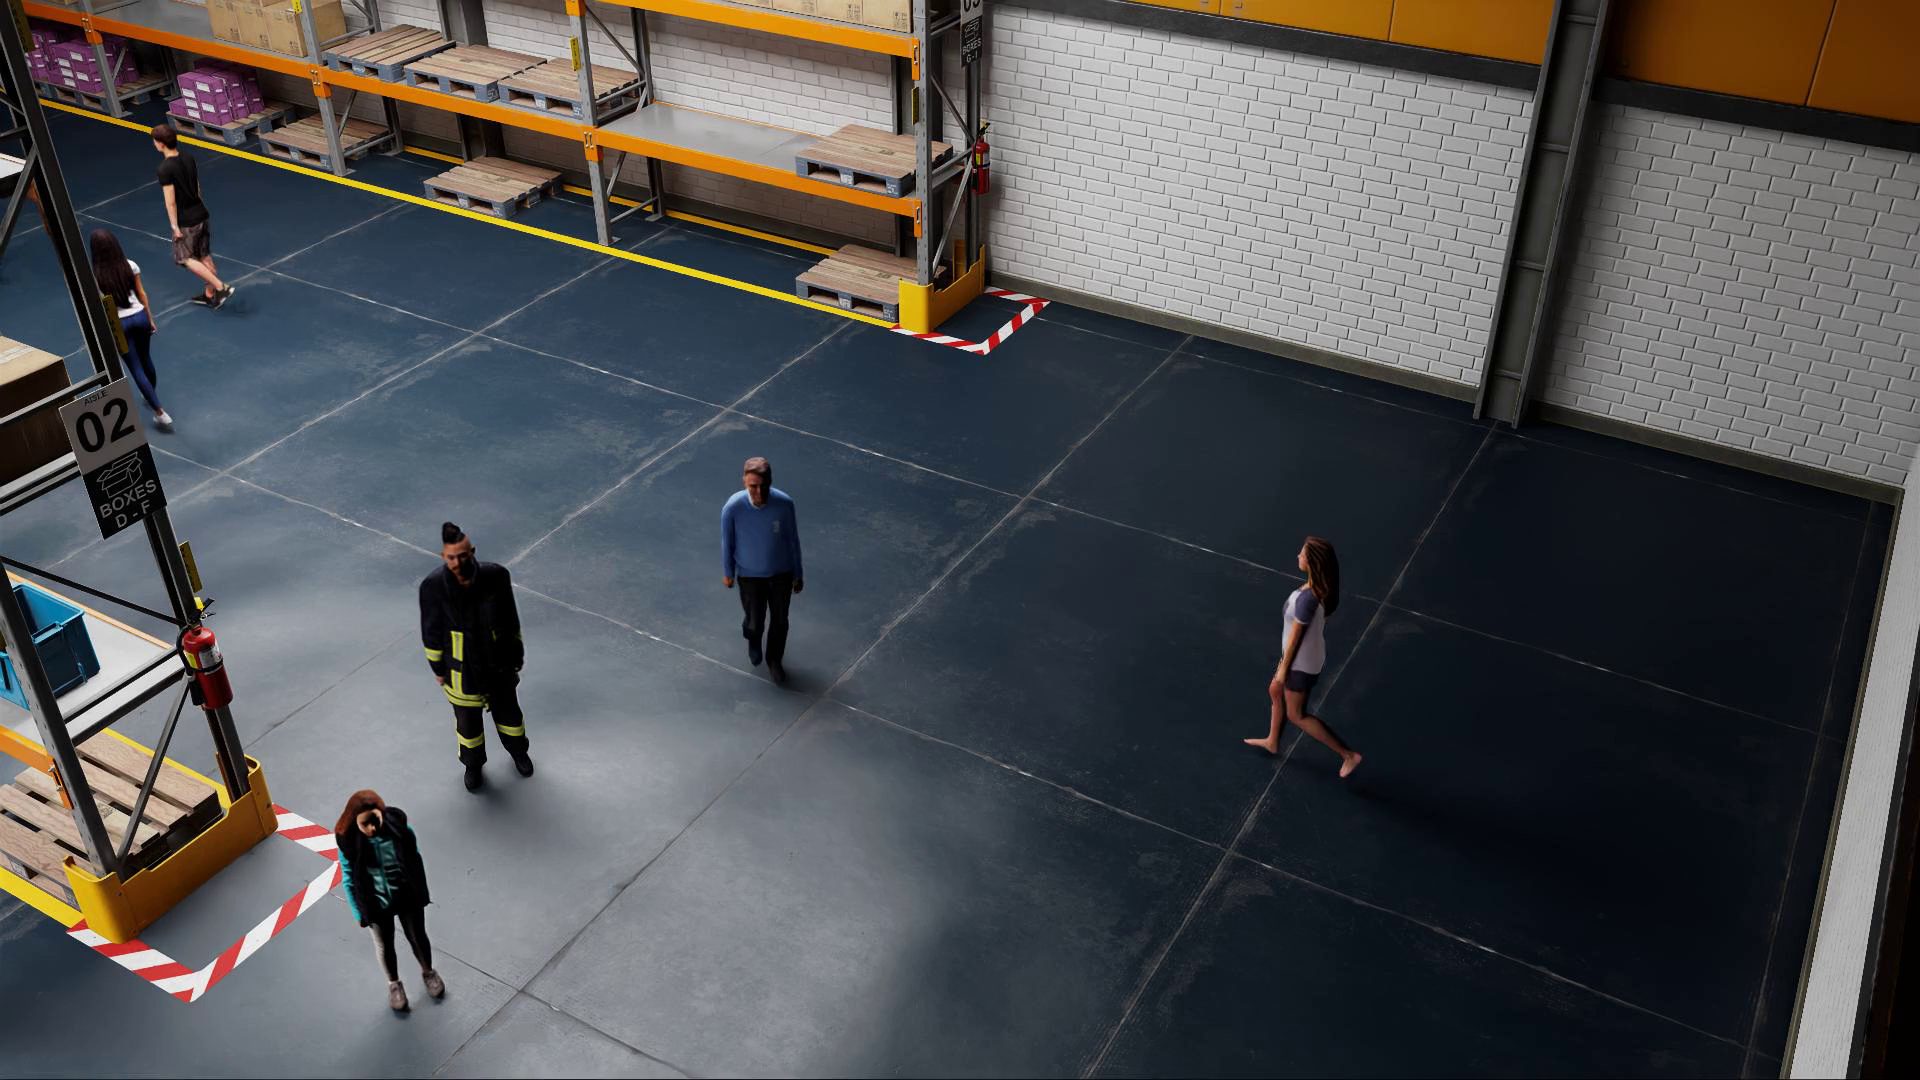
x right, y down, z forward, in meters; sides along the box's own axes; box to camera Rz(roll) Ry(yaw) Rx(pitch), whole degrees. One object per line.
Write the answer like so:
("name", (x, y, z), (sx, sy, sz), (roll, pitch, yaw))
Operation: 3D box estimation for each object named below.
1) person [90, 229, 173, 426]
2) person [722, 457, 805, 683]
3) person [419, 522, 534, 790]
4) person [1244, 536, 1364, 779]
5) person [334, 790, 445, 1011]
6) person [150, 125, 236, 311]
("person", (-7.046, -1.769, 14.139), (0.797, 1.749, 1.078), (-27, 42, -35))
("person", (-1.335, 0.143, 11.224), (0.873, 1.792, 0.933), (-9, 35, -14))
("person", (-2.999, 0.697, 10.328), (0.877, 1.860, 0.917), (-12, 35, -17))
("person", (2.214, 0.778, 10.352), (1.027, 1.698, 0.662), (15, 36, 21))
("person", (-3.040, 1.887, 8.864), (0.673, 1.498, 0.713), (-17, 37, -24))
("person", (-7.350, -3.083, 16.021), (0.920, 1.852, 0.802), (8, 34, 12))
